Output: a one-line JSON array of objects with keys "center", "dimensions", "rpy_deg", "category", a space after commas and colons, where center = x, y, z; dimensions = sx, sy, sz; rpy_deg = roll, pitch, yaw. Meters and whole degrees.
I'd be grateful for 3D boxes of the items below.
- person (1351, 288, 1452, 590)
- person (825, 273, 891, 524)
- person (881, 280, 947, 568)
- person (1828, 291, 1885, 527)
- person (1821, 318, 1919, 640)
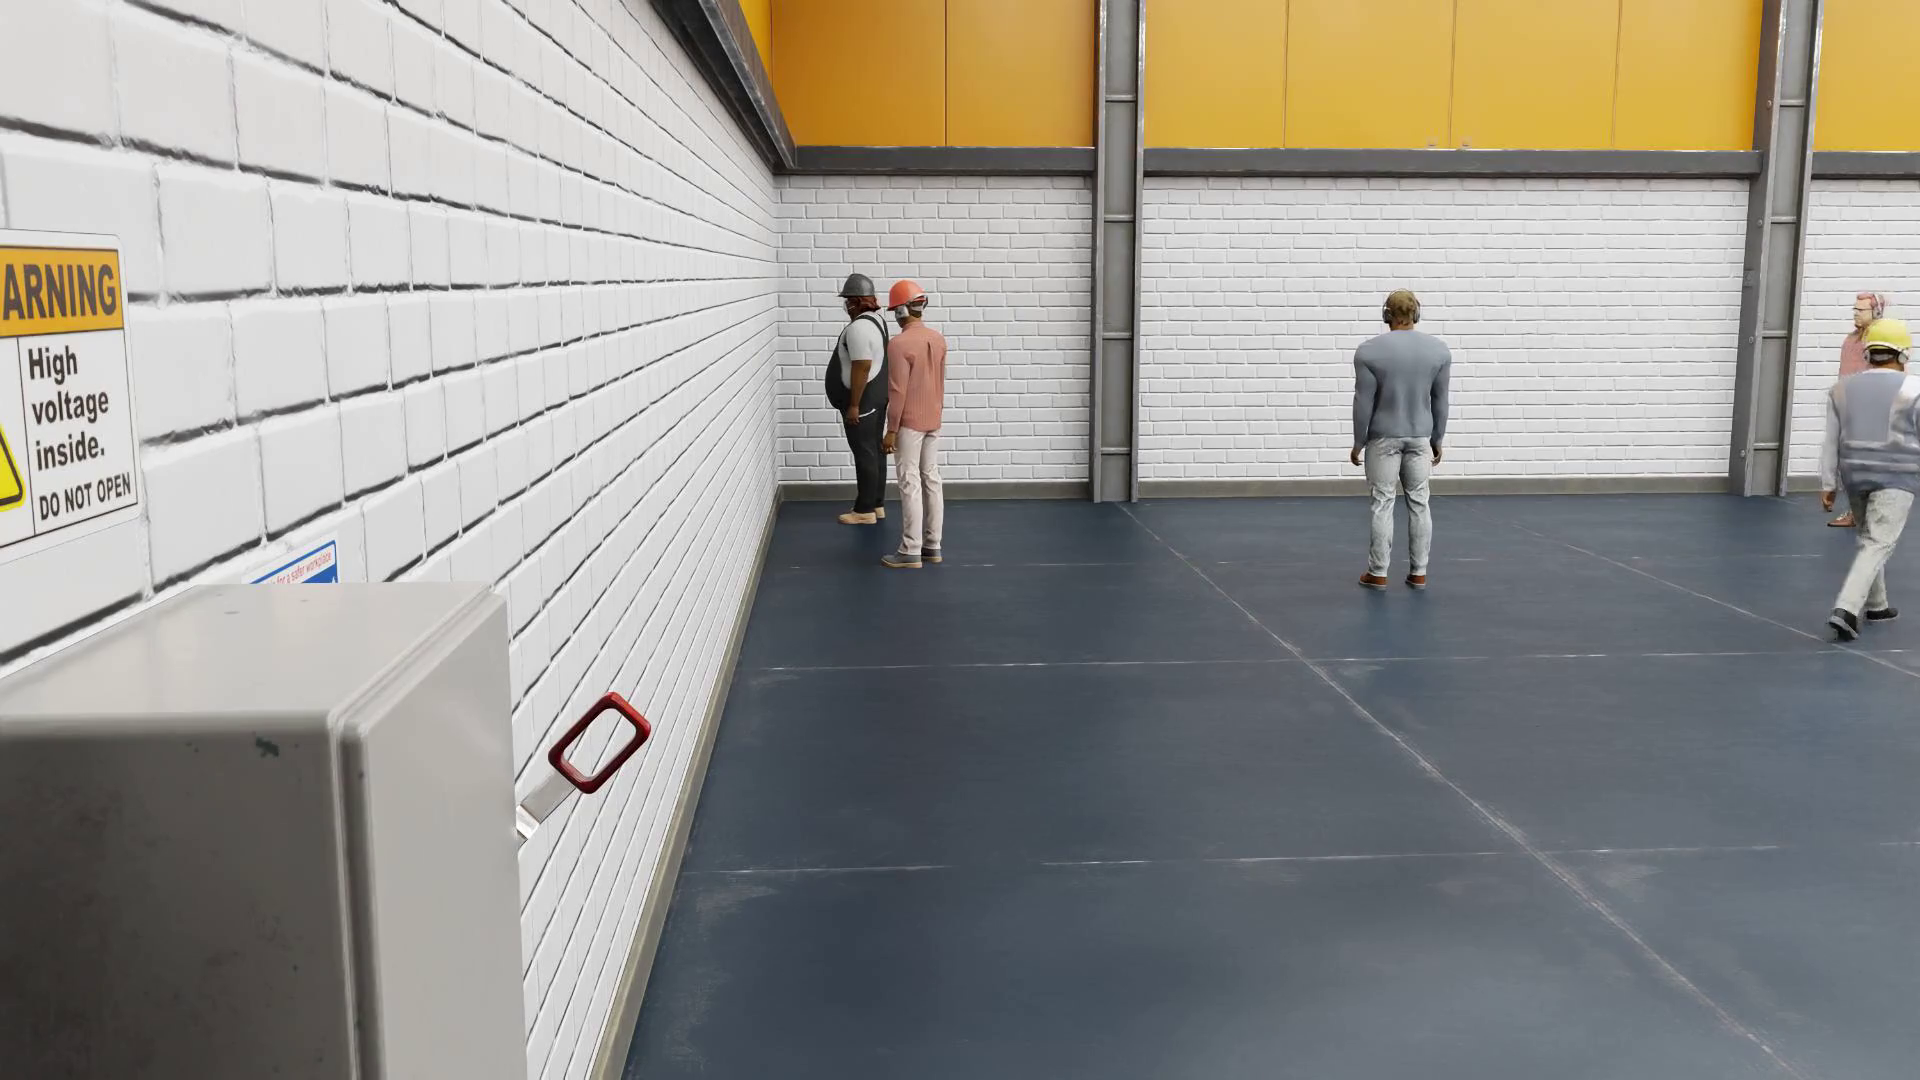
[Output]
[{"center": [2.814, -0.637, 10.685], "dimensions": [0.628, 1.939, 0.373], "rpy_deg": [0, 9, -3], "category": "person"}, {"center": [-0.837, -1.154, 13.606], "dimensions": [0.536, 2.000, 0.682], "rpy_deg": [2, 9, 13], "category": "person"}, {"center": [-0.334, -0.800, 11.552], "dimensions": [0.393, 1.985, 0.611], "rpy_deg": [6, 11, 33], "category": "person"}, {"center": [7.261, -1.046, 13.382], "dimensions": [0.505, 1.895, 0.671], "rpy_deg": [-2, 9, -10], "category": "person"}, {"center": [5.145, -0.348, 9.338], "dimensions": [0.917, 1.794, 0.589], "rpy_deg": [-5, 11, -30], "category": "person"}]
